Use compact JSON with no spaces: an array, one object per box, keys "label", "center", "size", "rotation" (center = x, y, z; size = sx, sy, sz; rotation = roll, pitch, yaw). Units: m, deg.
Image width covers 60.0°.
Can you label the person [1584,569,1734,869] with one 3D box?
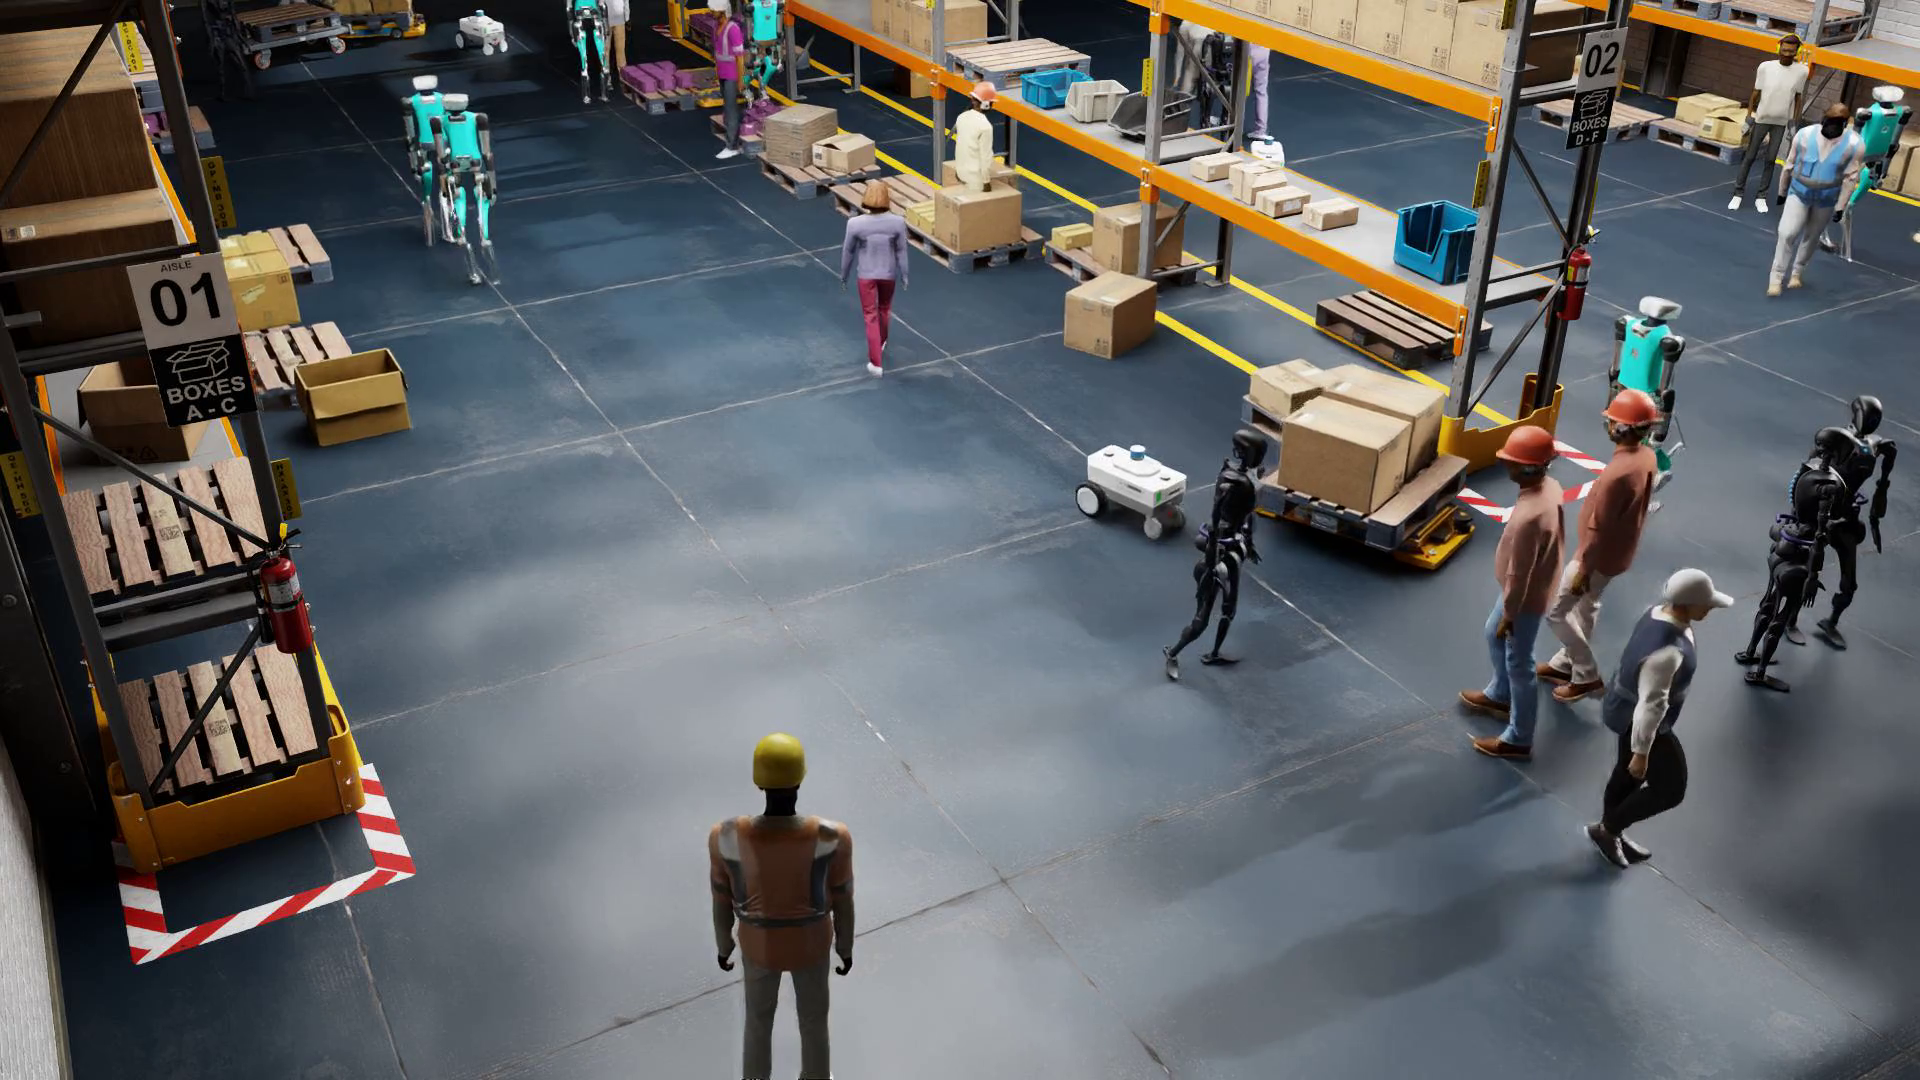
[{"label":"person","center":[3.457,0.915,8.327],"size":[0.473,1.743,0.771],"rotation":[10,31,16]}]

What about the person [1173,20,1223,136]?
[{"label":"person","center":[2.755,-5.406,19.204],"size":[0.583,1.888,0.392],"rotation":[-2,30,-4]}]

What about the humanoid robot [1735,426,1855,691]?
[{"label":"humanoid robot","center":[4.960,0.079,9.846],"size":[0.315,1.655,0.599],"rotation":[7,31,12]}]

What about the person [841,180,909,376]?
[{"label":"person","center":[-0.719,-2.237,13.951],"size":[0.523,1.602,0.727],"rotation":[-7,31,-11]}]

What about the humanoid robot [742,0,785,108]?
[{"label":"humanoid robot","center":[-2.438,-5.803,20.011],"size":[0.545,1.771,0.696],"rotation":[-19,35,-29]}]

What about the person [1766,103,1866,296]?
[{"label":"person","center":[7.839,-3.115,15.291],"size":[0.634,1.800,0.843],"rotation":[15,33,24]}]

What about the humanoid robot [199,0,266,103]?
[{"label":"humanoid robot","center":[-9.319,-6.387,21.123],"size":[0.640,1.638,0.595],"rotation":[13,32,21]}]

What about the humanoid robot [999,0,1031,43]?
[{"label":"humanoid robot","center":[0.788,-7.703,23.477],"size":[0.819,1.638,0.614],"rotation":[9,31,15]}]

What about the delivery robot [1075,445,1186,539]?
[{"label":"delivery robot","center":[1.230,-0.383,11.807],"size":[0.499,0.613,0.816],"rotation":[-26,39,-38]}]

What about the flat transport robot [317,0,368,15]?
[{"label":"flat transport robot","center":[-9.288,-8.108,25.523],"size":[0.659,0.231,1.431],"rotation":[-23,37,-34]}]

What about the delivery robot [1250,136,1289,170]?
[{"label":"delivery robot","center":[3.387,-4.132,18.313],"size":[0.525,0.592,0.763],"rotation":[3,30,5]}]

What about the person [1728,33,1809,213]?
[{"label":"person","center":[8.481,-4.358,17.396],"size":[0.528,1.864,0.310],"rotation":[9,31,16]}]

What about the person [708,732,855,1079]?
[{"label":"person","center":[-0.724,1.633,6.932],"size":[0.587,1.908,0.435],"rotation":[-1,30,-2]}]

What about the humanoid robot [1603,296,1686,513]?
[{"label":"humanoid robot","center":[4.832,-0.829,11.459],"size":[0.816,1.856,0.530],"rotation":[-14,33,-22]}]

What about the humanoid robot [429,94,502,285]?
[{"label":"humanoid robot","center":[-4.594,-3.198,15.518],"size":[0.530,1.783,0.762],"rotation":[-5,30,-8]}]

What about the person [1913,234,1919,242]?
[{"label":"person","center":[9.833,-3.616,16.257],"size":[0.669,1.719,0.741],"rotation":[-11,32,-18]}]

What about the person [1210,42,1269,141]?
[{"label":"person","center":[3.397,-5.727,19.783],"size":[0.682,1.844,0.940],"rotation":[-21,36,-31]}]

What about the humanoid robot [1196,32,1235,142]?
[{"label":"humanoid robot","center":[3.016,-5.277,19.167],"size":[0.599,1.657,0.315],"rotation":[-6,30,-11]}]

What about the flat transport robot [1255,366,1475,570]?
[{"label":"flat transport robot","center":[2.839,-0.204,11.764],"size":[1.431,0.231,0.659],"rotation":[22,36,33]}]

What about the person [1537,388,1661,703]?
[{"label":"person","center":[3.655,0.054,9.598],"size":[0.495,1.977,0.636],"rotation":[24,38,36]}]

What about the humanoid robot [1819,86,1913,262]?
[{"label":"humanoid robot","center":[8.674,-3.611,16.227],"size":[0.551,1.768,0.878],"rotation":[-2,30,-4]}]

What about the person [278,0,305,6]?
[{"label":"person","center":[-10.107,-8.498,24.653],"size":[0.791,1.809,0.656],"rotation":[-1,30,-1]}]

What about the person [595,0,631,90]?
[{"label":"person","center":[-4.566,-6.823,21.795],"size":[0.558,1.751,0.324],"rotation":[-21,36,-32]}]

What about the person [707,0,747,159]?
[{"label":"person","center":[-2.640,-5.361,19.198],"size":[0.601,1.838,0.549],"rotation":[-17,34,-27]}]

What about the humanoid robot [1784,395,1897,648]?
[{"label":"humanoid robot","center":[5.356,-0.110,10.176],"size":[0.598,1.648,0.352],"rotation":[-2,30,-3]}]

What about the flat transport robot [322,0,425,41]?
[{"label":"flat transport robot","center":[-8.669,-7.582,24.609],"size":[1.431,0.231,0.659],"rotation":[-8,31,-13]}]

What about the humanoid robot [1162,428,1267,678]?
[{"label":"humanoid robot","center":[1.533,0.061,9.897],"size":[0.476,1.645,0.610],"rotation":[19,35,30]}]

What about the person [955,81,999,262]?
[{"label":"person","center":[0.173,-3.585,16.190],"size":[0.439,1.725,0.585],"rotation":[-13,32,-21]}]

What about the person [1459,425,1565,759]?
[{"label":"person","center":[3.085,0.293,9.200],"size":[0.511,1.969,0.613],"rotation":[13,32,22]}]

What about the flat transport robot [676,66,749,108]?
[{"label":"flat transport robot","center":[-3.295,-5.928,21.728],"size":[0.659,0.231,1.431],"rotation":[-15,33,-24]}]

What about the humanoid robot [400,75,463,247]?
[{"label":"humanoid robot","center":[-5.207,-3.730,16.500],"size":[0.538,1.841,0.725],"rotation":[-12,32,-20]}]

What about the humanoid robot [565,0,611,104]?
[{"label":"humanoid robot","center":[-4.677,-6.377,20.987],"size":[0.538,1.741,0.657],"rotation":[-7,31,-12]}]

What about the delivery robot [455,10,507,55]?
[{"label":"delivery robot","center":[-6.834,-7.255,23.763],"size":[0.777,0.606,0.524],"rotation":[26,39,37]}]
